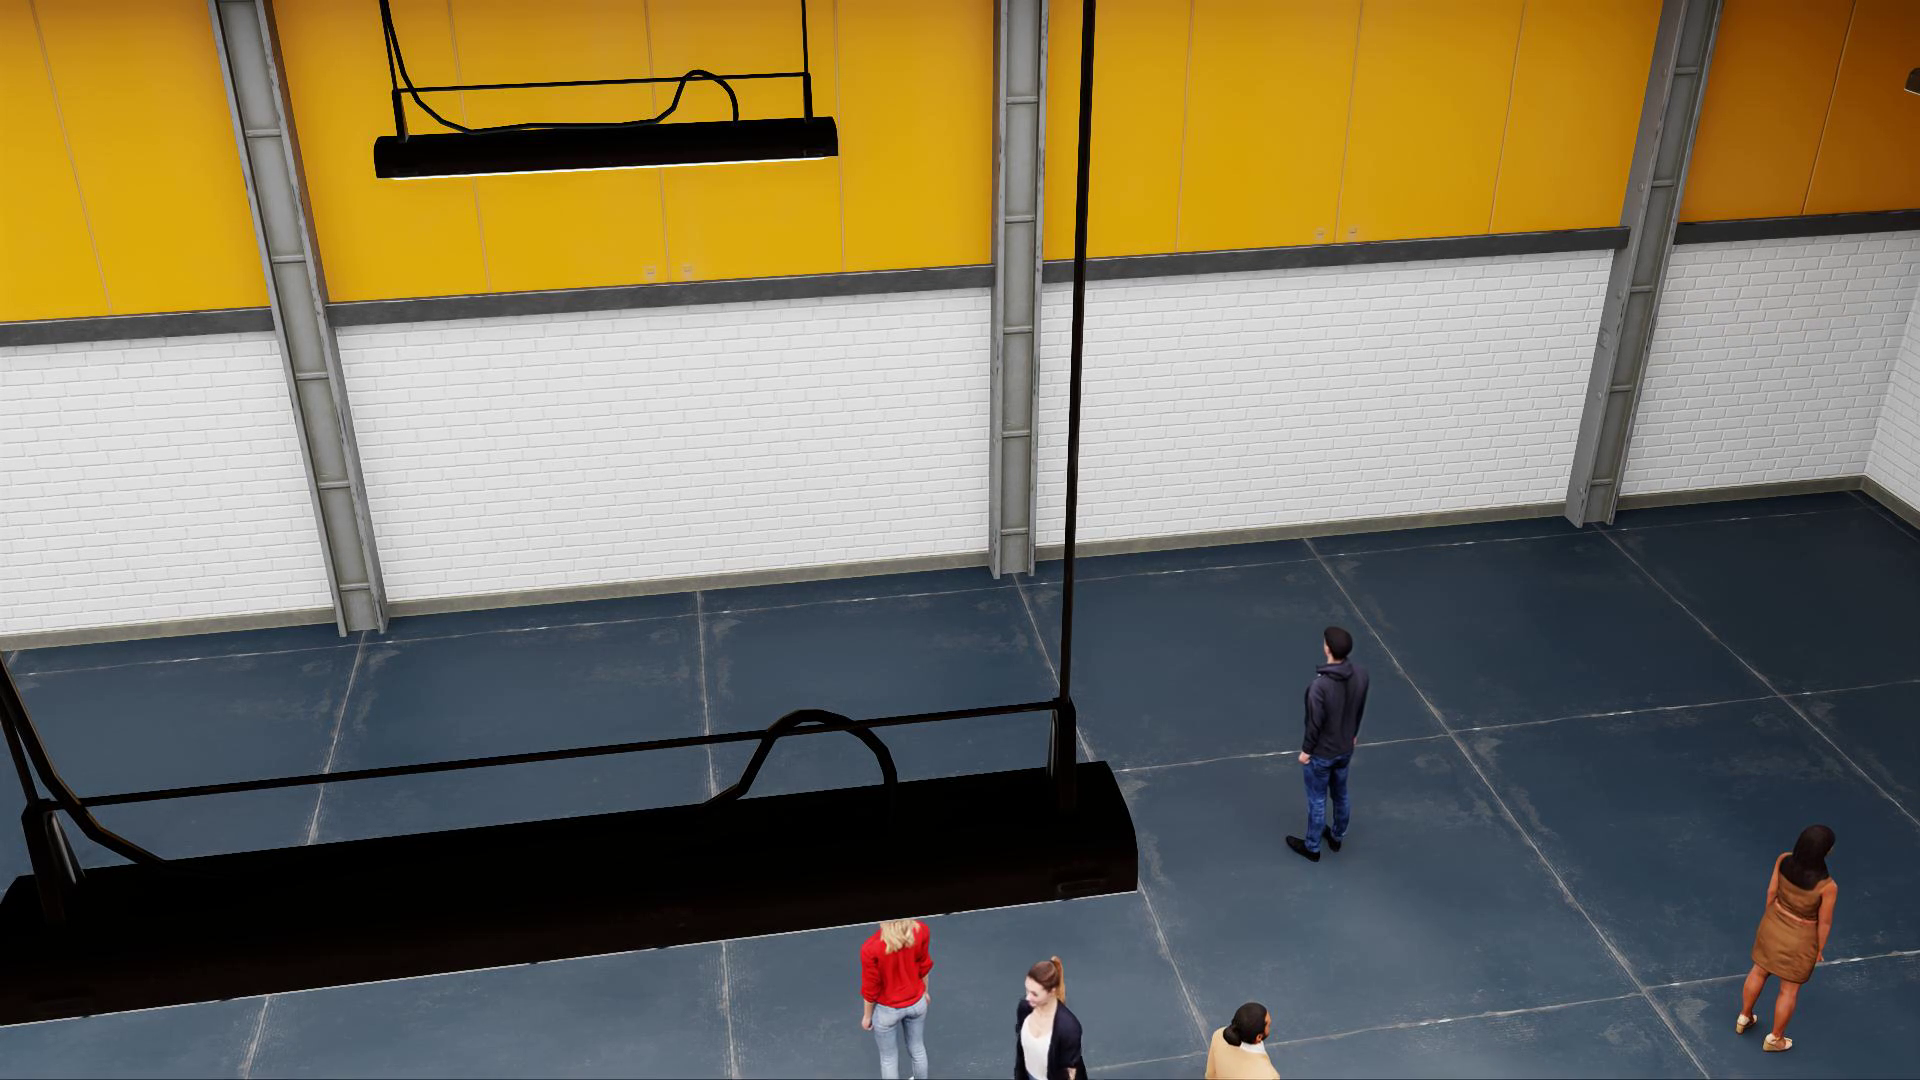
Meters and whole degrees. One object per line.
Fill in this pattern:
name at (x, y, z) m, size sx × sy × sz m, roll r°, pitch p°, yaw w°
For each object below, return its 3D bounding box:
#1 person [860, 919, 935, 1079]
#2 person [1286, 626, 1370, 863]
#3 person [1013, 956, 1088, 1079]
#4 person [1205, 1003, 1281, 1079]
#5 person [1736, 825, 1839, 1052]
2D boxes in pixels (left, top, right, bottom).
person at (-0.370, 2.727, 9.781) m, size 0.573 × 1.703 × 0.743 m, roll -15°, pitch 32°, yaw -26°
person at (2.648, 1.463, 11.899) m, size 0.637 × 1.892 × 0.803 m, roll -16°, pitch 32°, yaw -26°
person at (0.558, 2.995, 9.327) m, size 0.872 × 1.667 × 0.952 m, roll 24°, pitch 37°, yaw 37°
person at (1.509, 3.163, 8.927) m, size 0.743 × 1.754 × 0.747 m, roll -19°, pitch 34°, yaw -30°
person at (5.134, 2.454, 10.295) m, size 0.615 × 1.690 × 0.624 m, roll -16°, pitch 33°, yaw -27°
